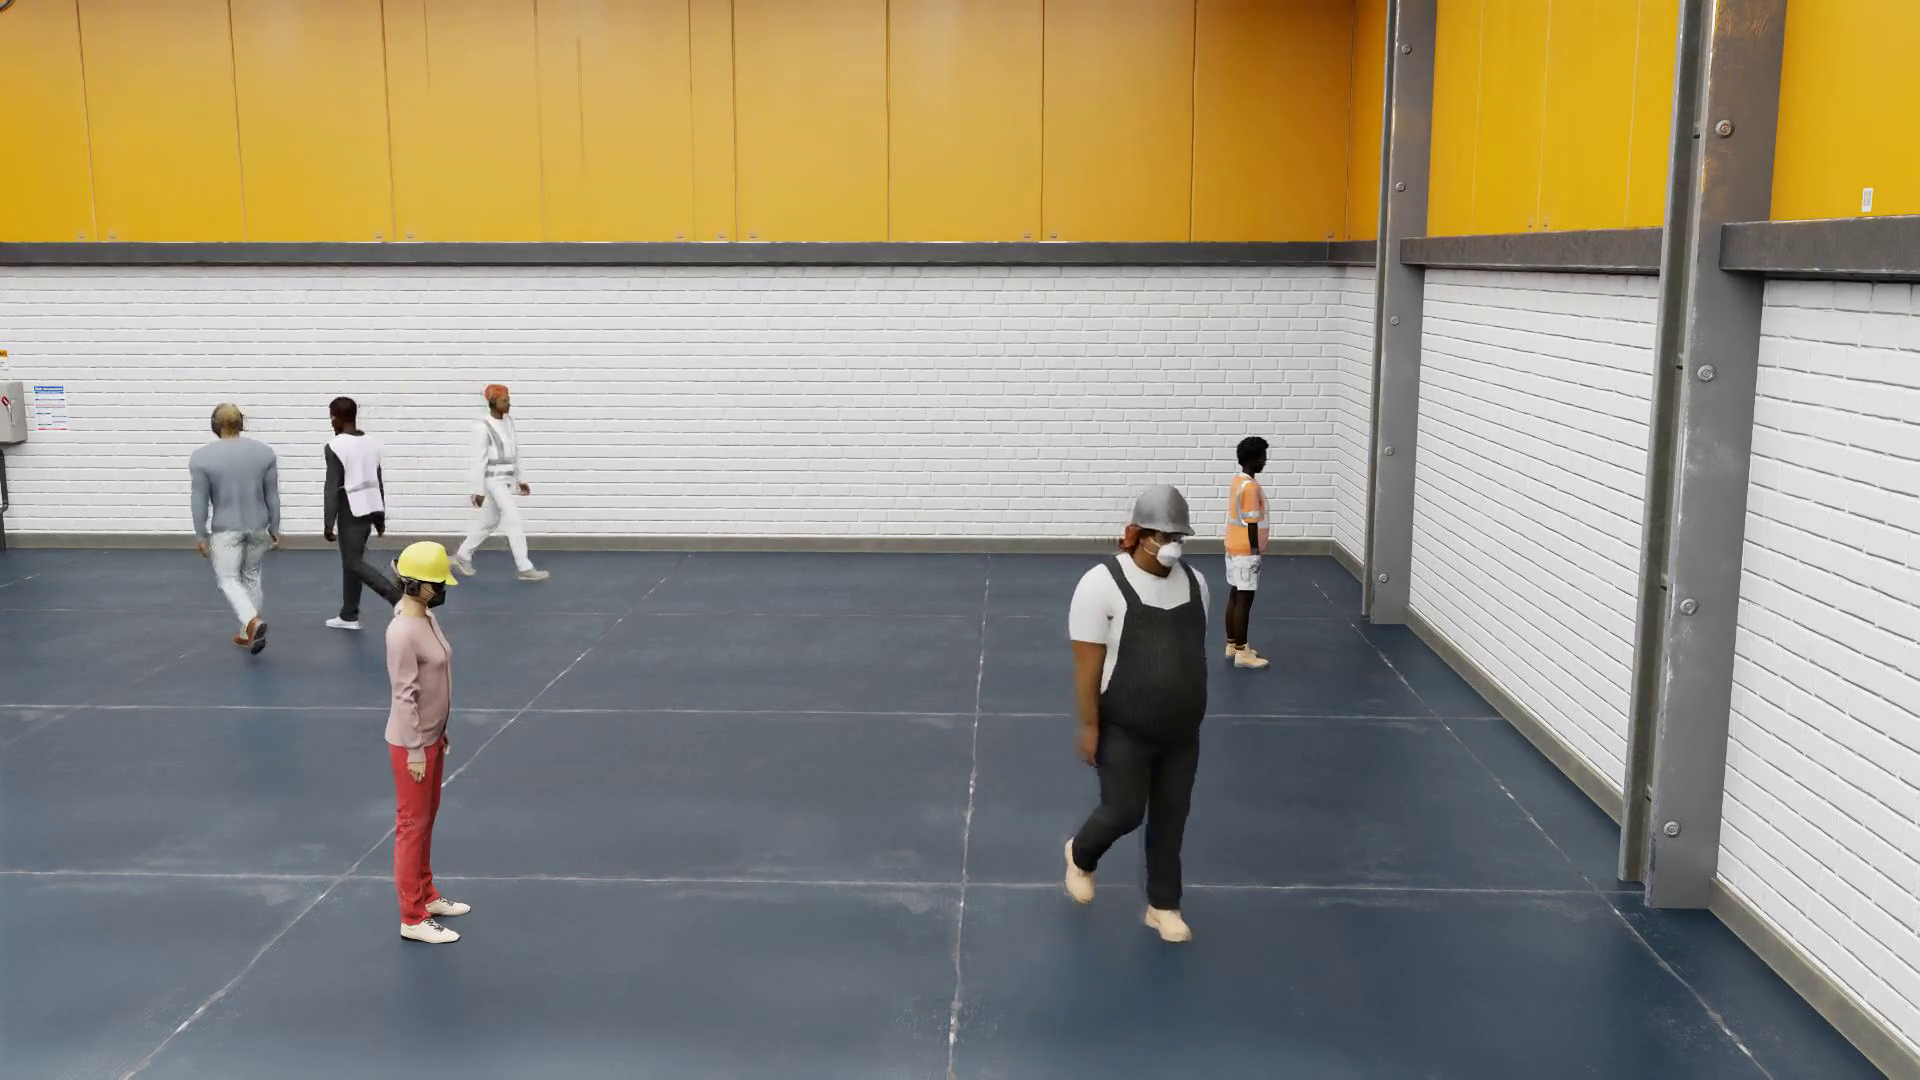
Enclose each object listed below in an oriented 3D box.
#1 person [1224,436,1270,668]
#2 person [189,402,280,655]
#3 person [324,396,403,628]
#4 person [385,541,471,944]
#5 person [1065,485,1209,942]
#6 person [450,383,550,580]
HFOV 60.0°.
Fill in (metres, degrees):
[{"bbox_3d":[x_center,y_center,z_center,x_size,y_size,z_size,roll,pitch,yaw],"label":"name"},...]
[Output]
[{"bbox_3d":[2.103,0.081,12.176,0.319,1.695,0.532,-1,10,-3],"label":"person"},{"bbox_3d":[-5.361,-0.067,12.427,0.639,1.919,0.770,-9,13,-43],"label":"person"},{"bbox_3d":[-4.741,-0.196,13.241,0.814,1.883,0.651,3,10,17],"label":"person"},{"bbox_3d":[-2.348,0.877,7.327,0.325,1.762,0.524,-1,10,-6],"label":"person"},{"bbox_3d":[0.809,0.742,7.297,0.693,2.000,0.647,-5,11,-26],"label":"person"},{"bbox_3d":[-4.333,-0.539,15.416,0.983,1.843,0.573,1,10,8],"label":"person"}]
